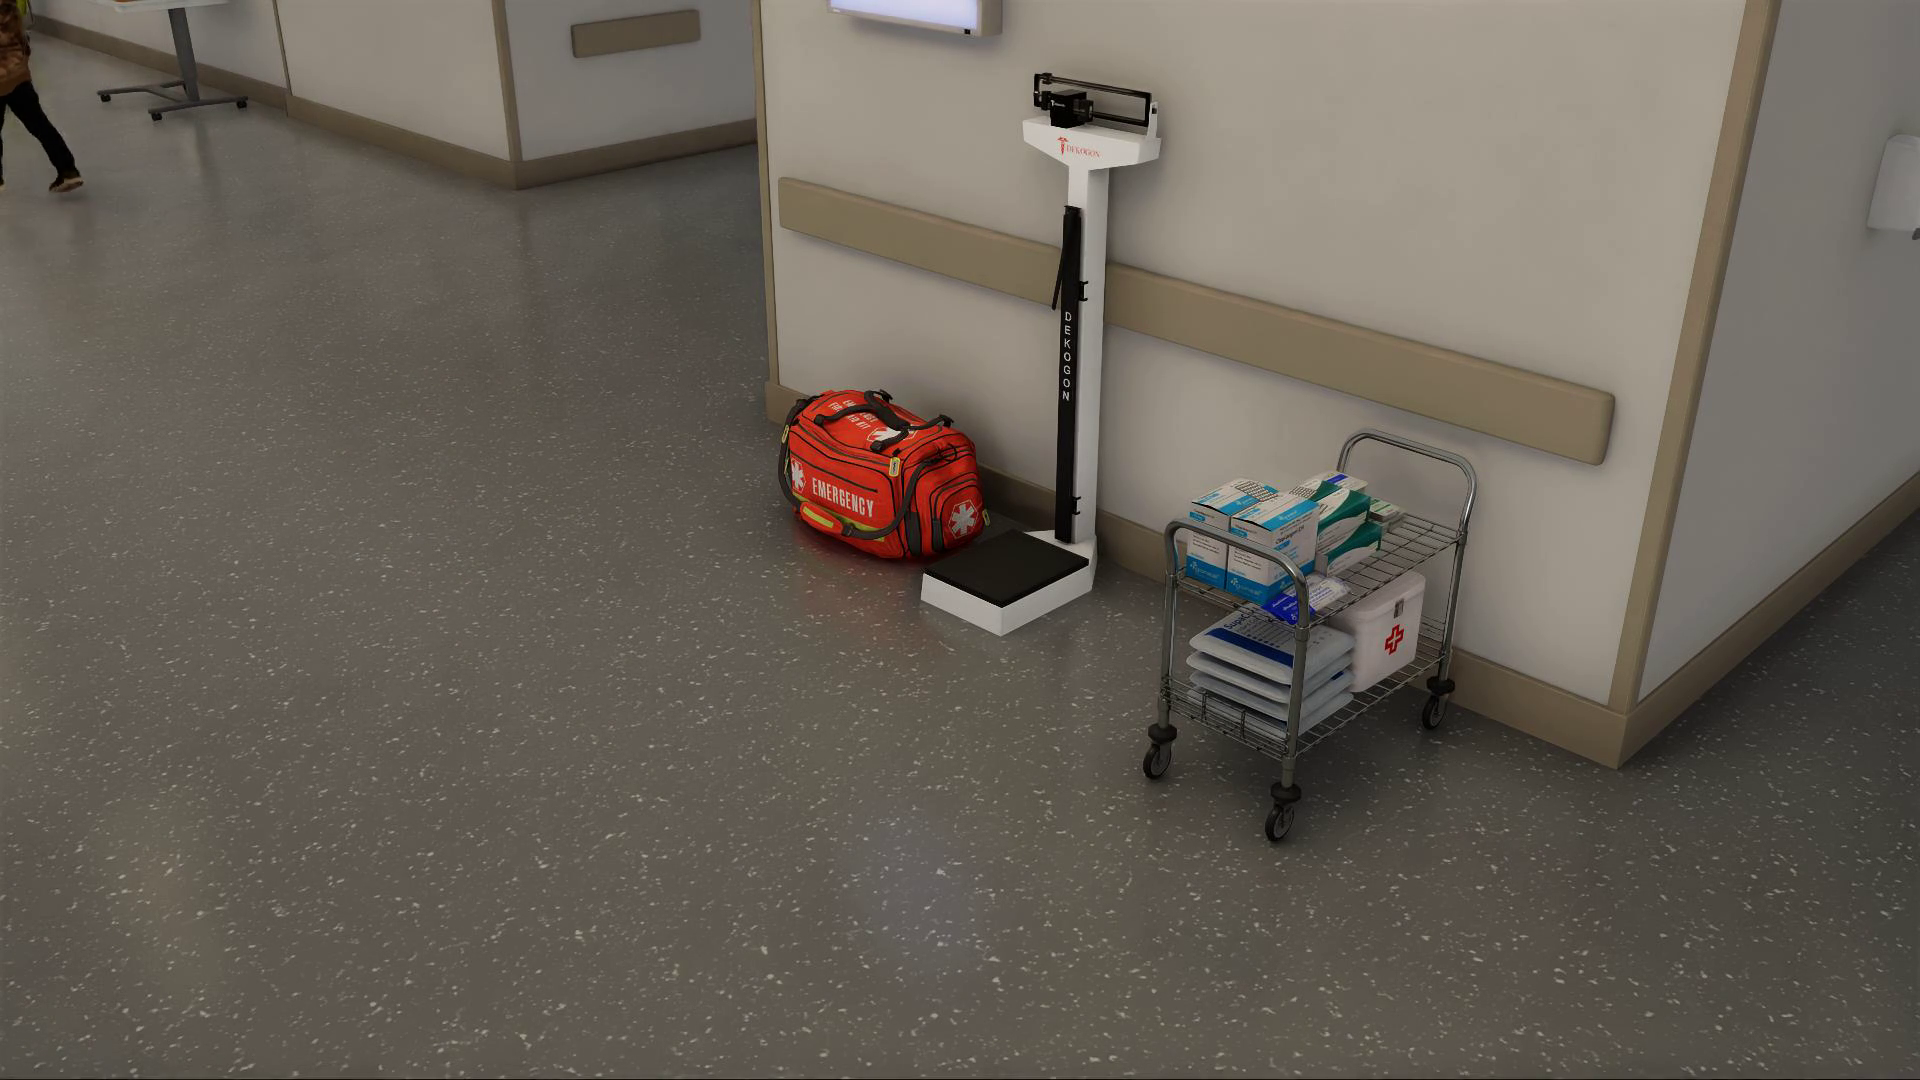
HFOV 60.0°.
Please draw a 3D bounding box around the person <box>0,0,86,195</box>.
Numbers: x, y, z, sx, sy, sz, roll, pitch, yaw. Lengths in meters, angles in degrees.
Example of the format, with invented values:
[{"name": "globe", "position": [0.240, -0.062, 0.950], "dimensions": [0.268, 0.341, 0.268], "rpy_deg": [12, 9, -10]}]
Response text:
[{"name": "person", "position": [-5.410, -2.661, 9.490], "dimensions": [1.077, 1.430, 0.855], "rpy_deg": [9, 27, 18]}]
